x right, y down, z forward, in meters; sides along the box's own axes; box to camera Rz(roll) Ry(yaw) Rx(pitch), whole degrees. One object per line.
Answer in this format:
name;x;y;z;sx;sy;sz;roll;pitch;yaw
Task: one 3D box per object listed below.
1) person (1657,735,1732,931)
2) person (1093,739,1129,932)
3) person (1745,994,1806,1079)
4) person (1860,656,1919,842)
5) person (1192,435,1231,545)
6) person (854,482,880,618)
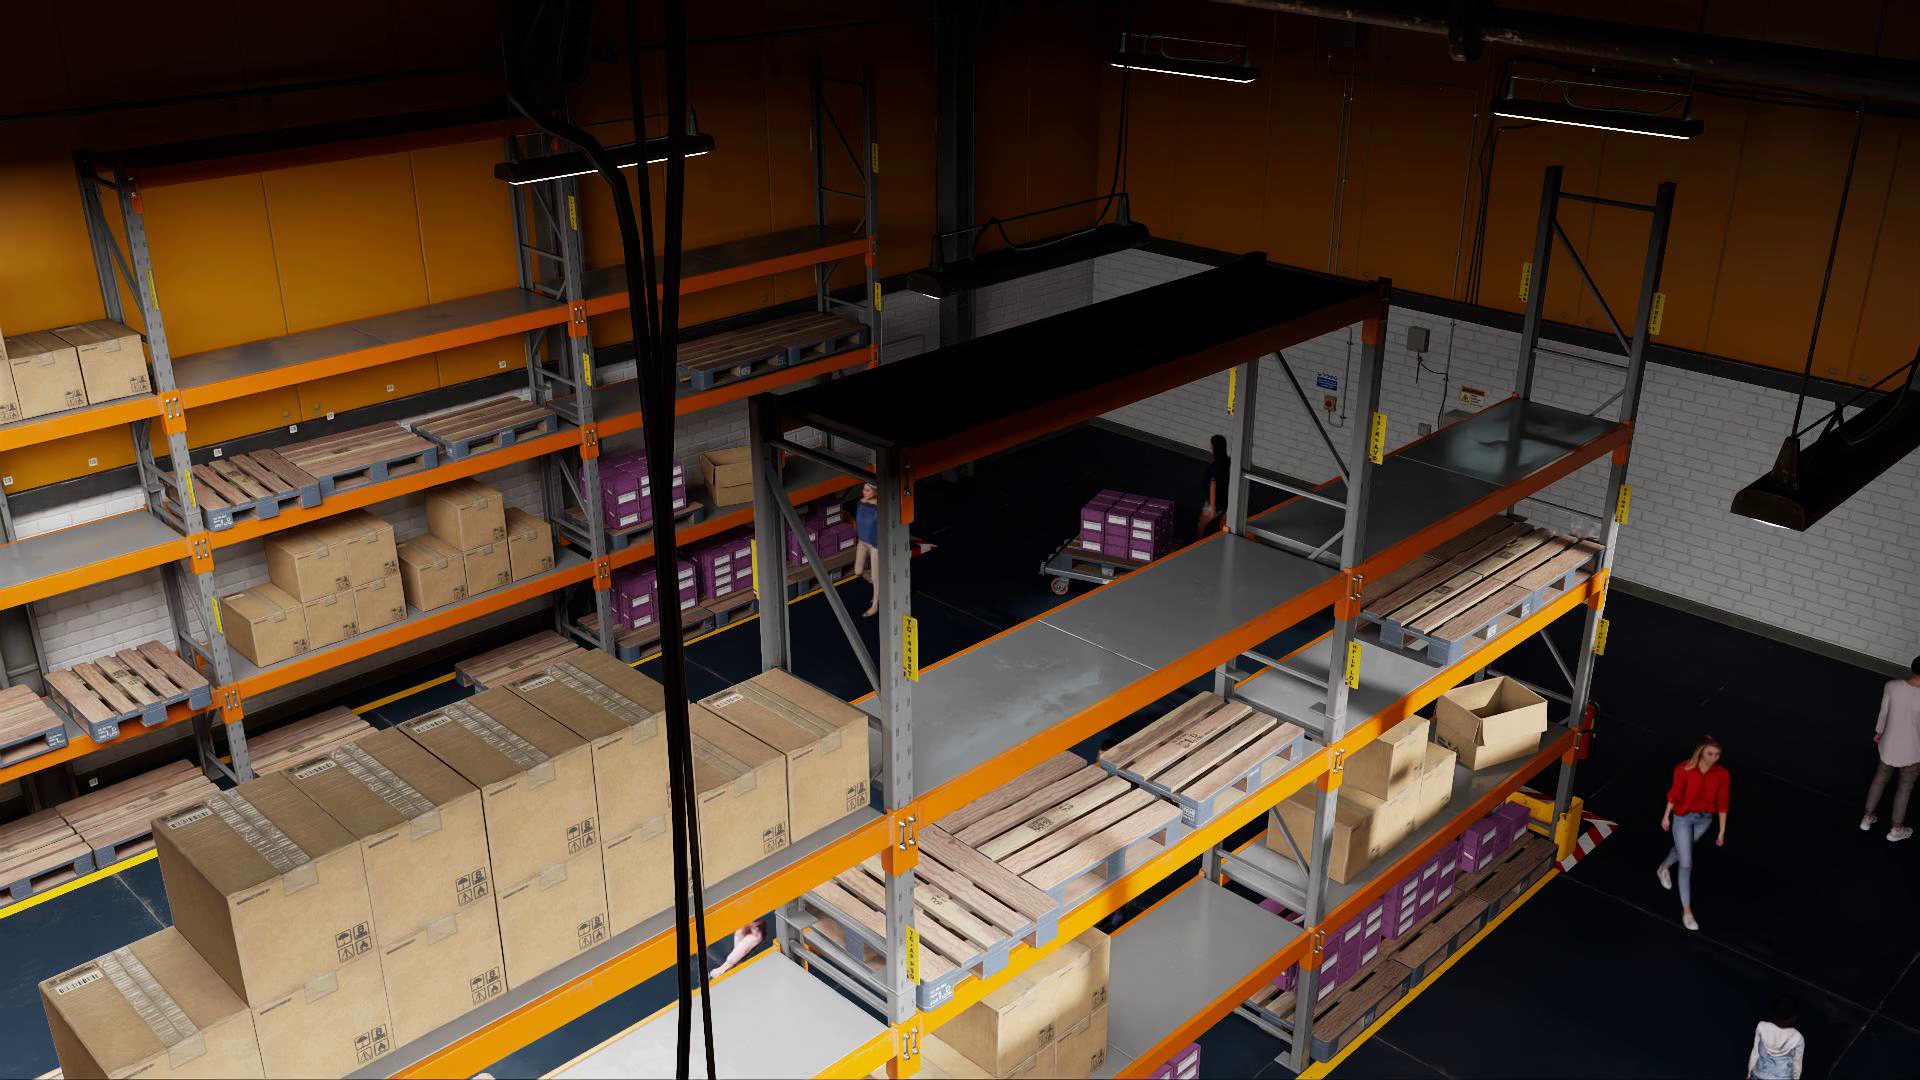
person;6.120;2.336;13.967;1.085;1.651;1.198;2;24;4
person;1.281;2.406;13.662;0.630;1.768;0.637;-21;32;-40
person;5.571;3.665;11.415;0.526;1.260;0.549;13;27;28
person;8.456;1.825;14.901;0.606;1.840;0.702;-16;29;-33
person;3.188;-0.390;20.105;0.723;1.731;0.947;18;29;35
person;-0.951;0.051;19.145;0.625;1.690;0.695;21;31;39
